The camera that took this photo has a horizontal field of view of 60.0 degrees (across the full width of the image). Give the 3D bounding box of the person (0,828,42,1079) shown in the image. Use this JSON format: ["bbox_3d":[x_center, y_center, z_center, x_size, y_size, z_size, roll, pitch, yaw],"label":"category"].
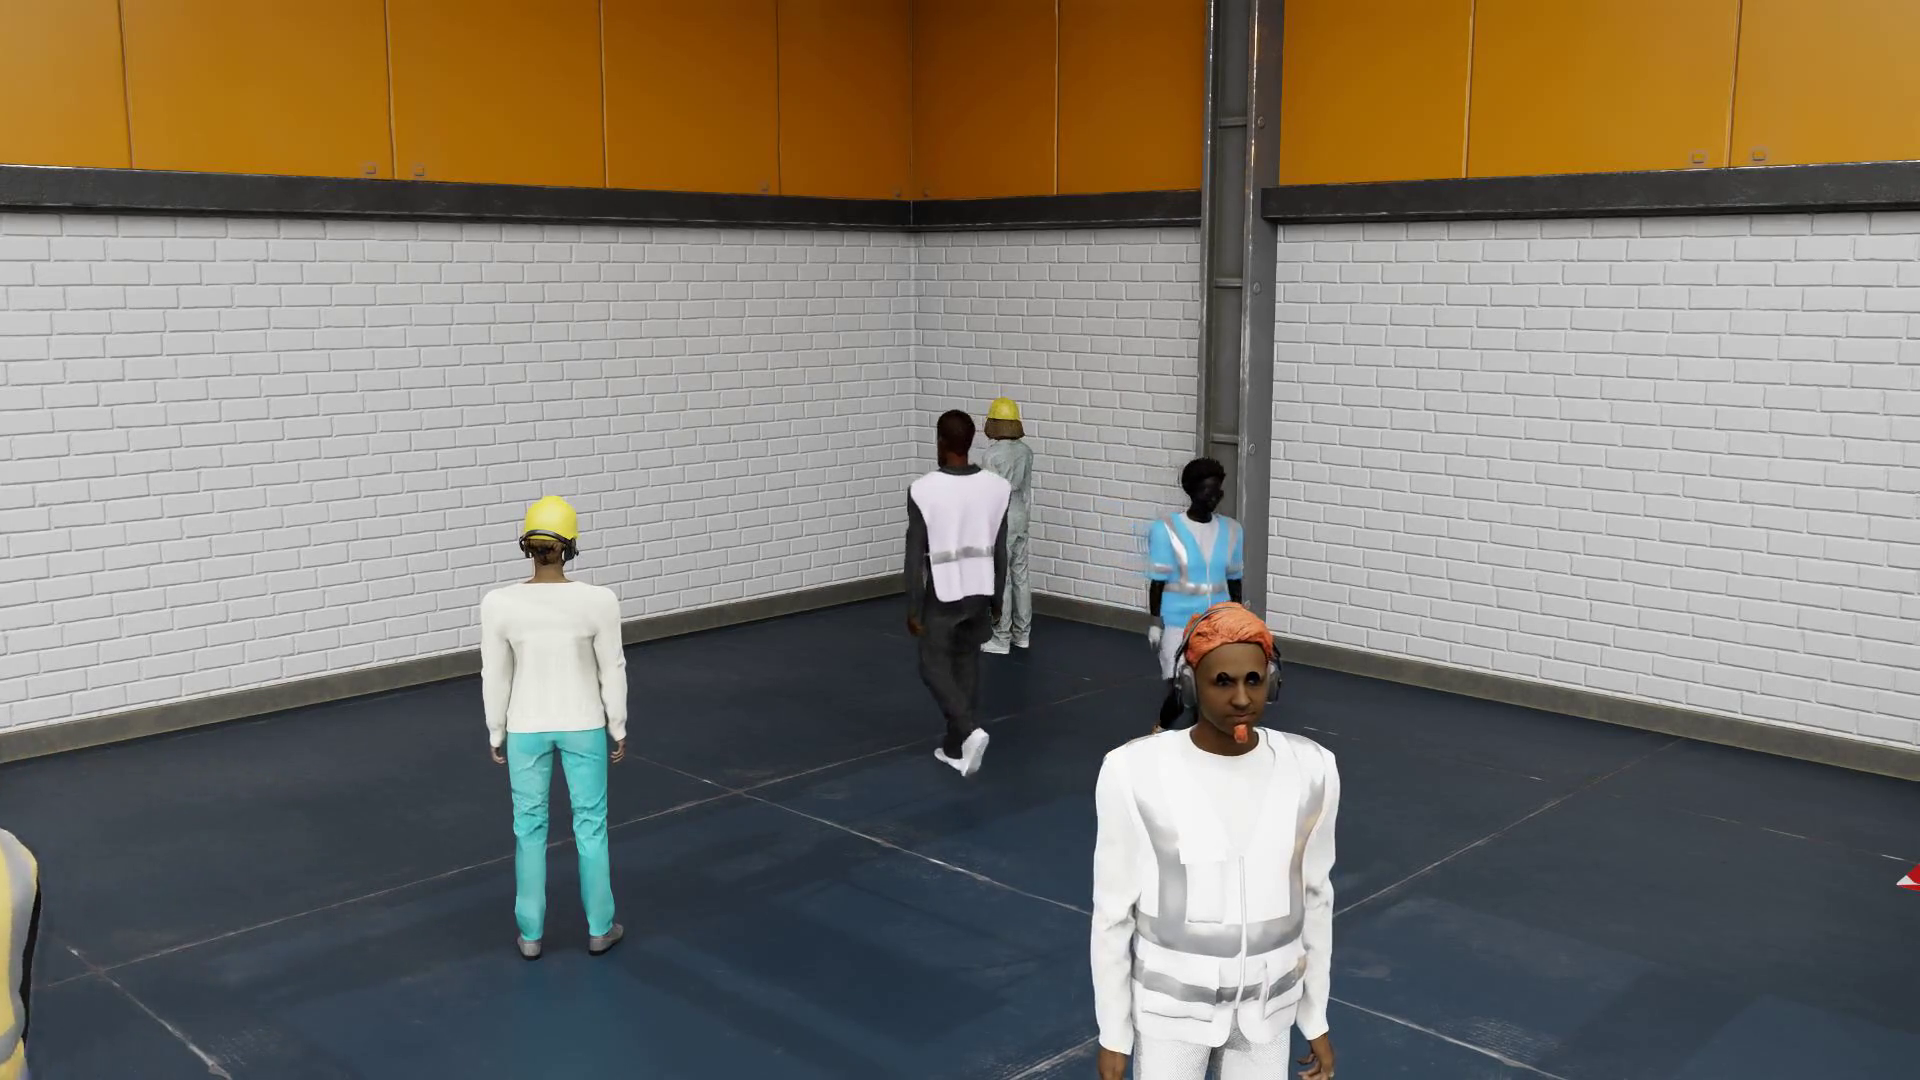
[{"bbox_3d":[-2.117,1.189,3.189,0.736,1.817,0.663,3,10,16],"label":"person"}]

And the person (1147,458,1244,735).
[{"bbox_3d":[1.178,0.417,8.312,0.544,1.683,0.387,-3,10,-20],"label":"person"}]

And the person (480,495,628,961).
[{"bbox_3d":[-1.523,0.711,6.291,0.533,1.768,0.310,-1,9,-7],"label":"person"}]

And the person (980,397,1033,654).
[{"bbox_3d":[0.295,-0.100,11.337,0.295,1.743,0.492,8,12,39],"label":"person"}]

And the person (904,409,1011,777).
[{"bbox_3d":[0.005,0.286,8.494,0.596,1.901,0.654,-5,10,-28],"label":"person"}]

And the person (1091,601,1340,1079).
[{"bbox_3d":[0.574,1.071,3.732,0.575,1.882,0.355,-2,9,-13],"label":"person"}]
